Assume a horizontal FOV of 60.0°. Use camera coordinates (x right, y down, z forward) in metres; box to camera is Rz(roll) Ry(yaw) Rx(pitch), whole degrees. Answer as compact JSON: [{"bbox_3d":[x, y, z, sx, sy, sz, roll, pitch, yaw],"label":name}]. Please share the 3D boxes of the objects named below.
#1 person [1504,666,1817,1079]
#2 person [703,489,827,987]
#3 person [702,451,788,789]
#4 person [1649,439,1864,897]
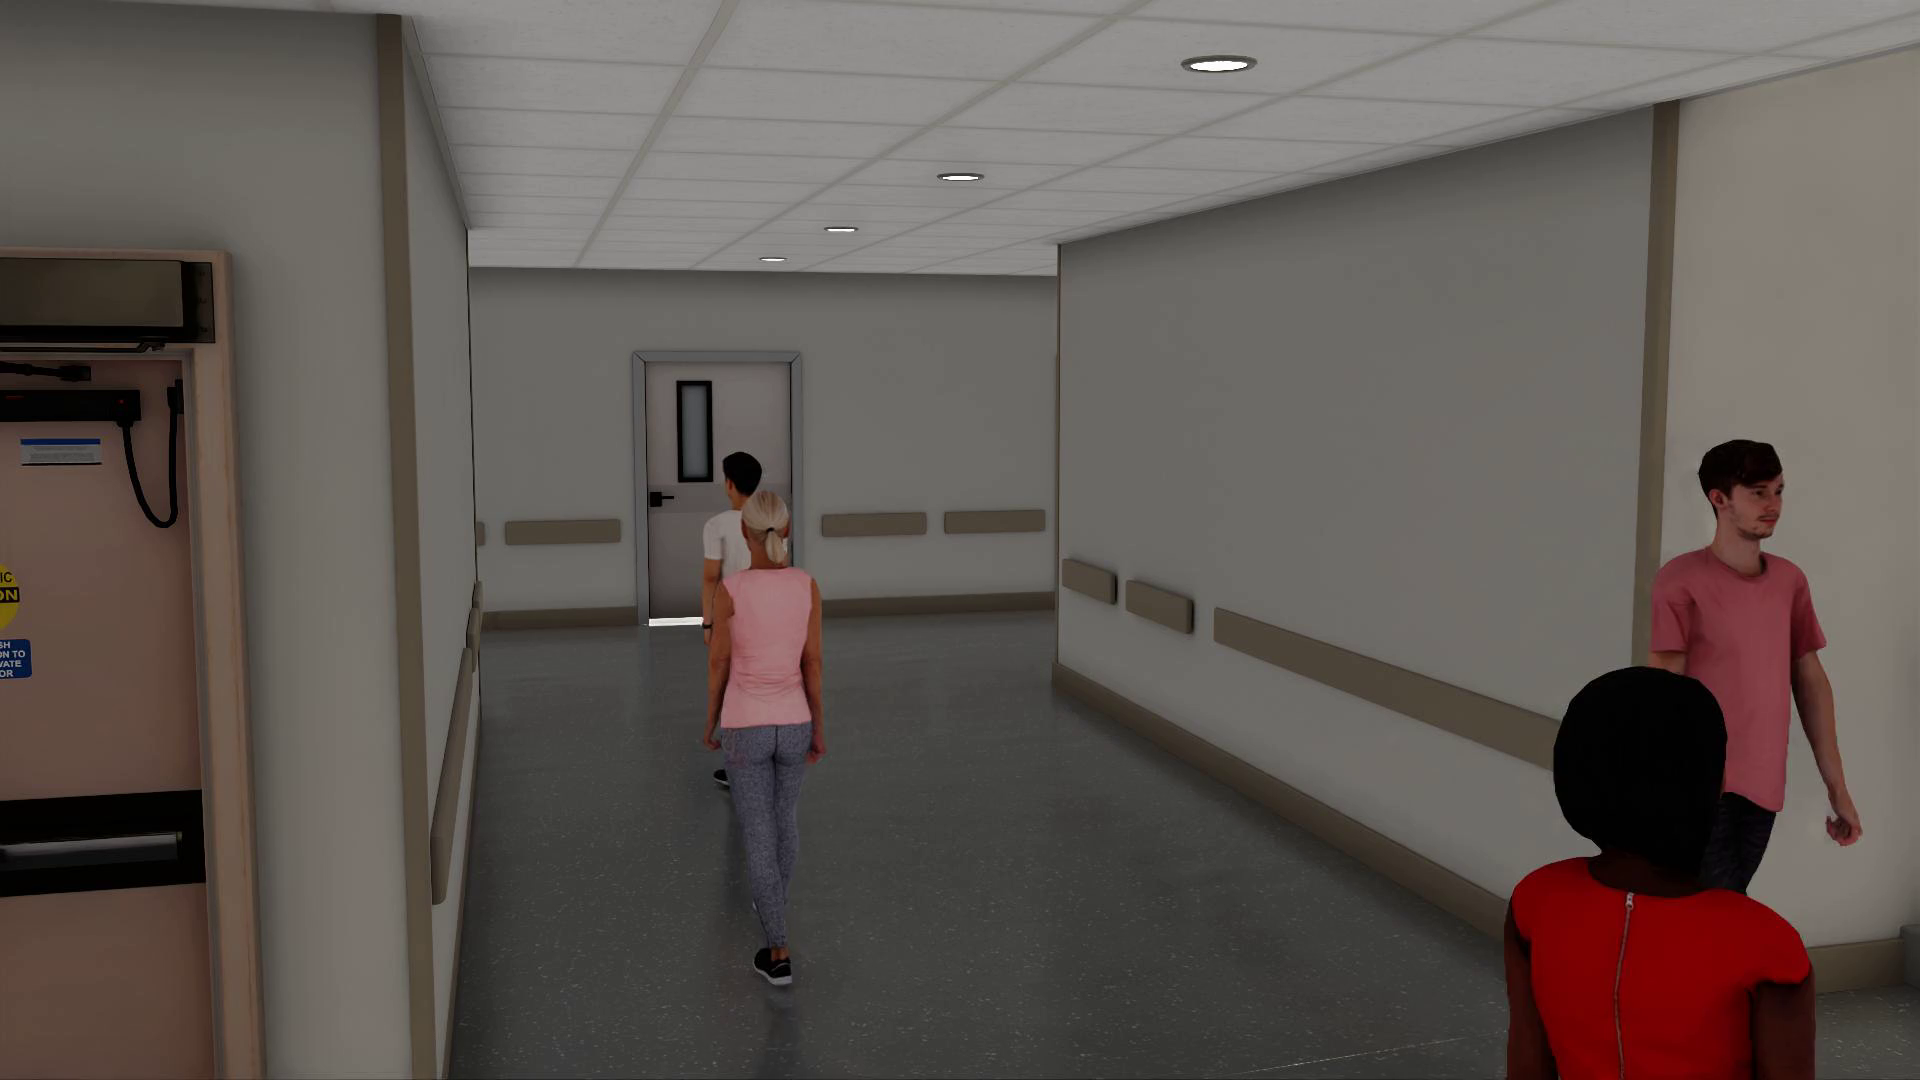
[{"bbox_3d":[0.873,1.057,2.205,1.165,1.712,0.892,-5,7,-39],"label":"person"},{"bbox_3d":[-0.651,0.700,5.808,0.912,1.699,0.717,-3,6,-27],"label":"person"},{"bbox_3d":[-1.087,0.399,8.543,0.576,1.721,0.740,-3,7,-31],"label":"person"},{"bbox_3d":[2.053,0.705,4.655,1.056,1.922,0.763,-2,6,-21],"label":"person"}]
